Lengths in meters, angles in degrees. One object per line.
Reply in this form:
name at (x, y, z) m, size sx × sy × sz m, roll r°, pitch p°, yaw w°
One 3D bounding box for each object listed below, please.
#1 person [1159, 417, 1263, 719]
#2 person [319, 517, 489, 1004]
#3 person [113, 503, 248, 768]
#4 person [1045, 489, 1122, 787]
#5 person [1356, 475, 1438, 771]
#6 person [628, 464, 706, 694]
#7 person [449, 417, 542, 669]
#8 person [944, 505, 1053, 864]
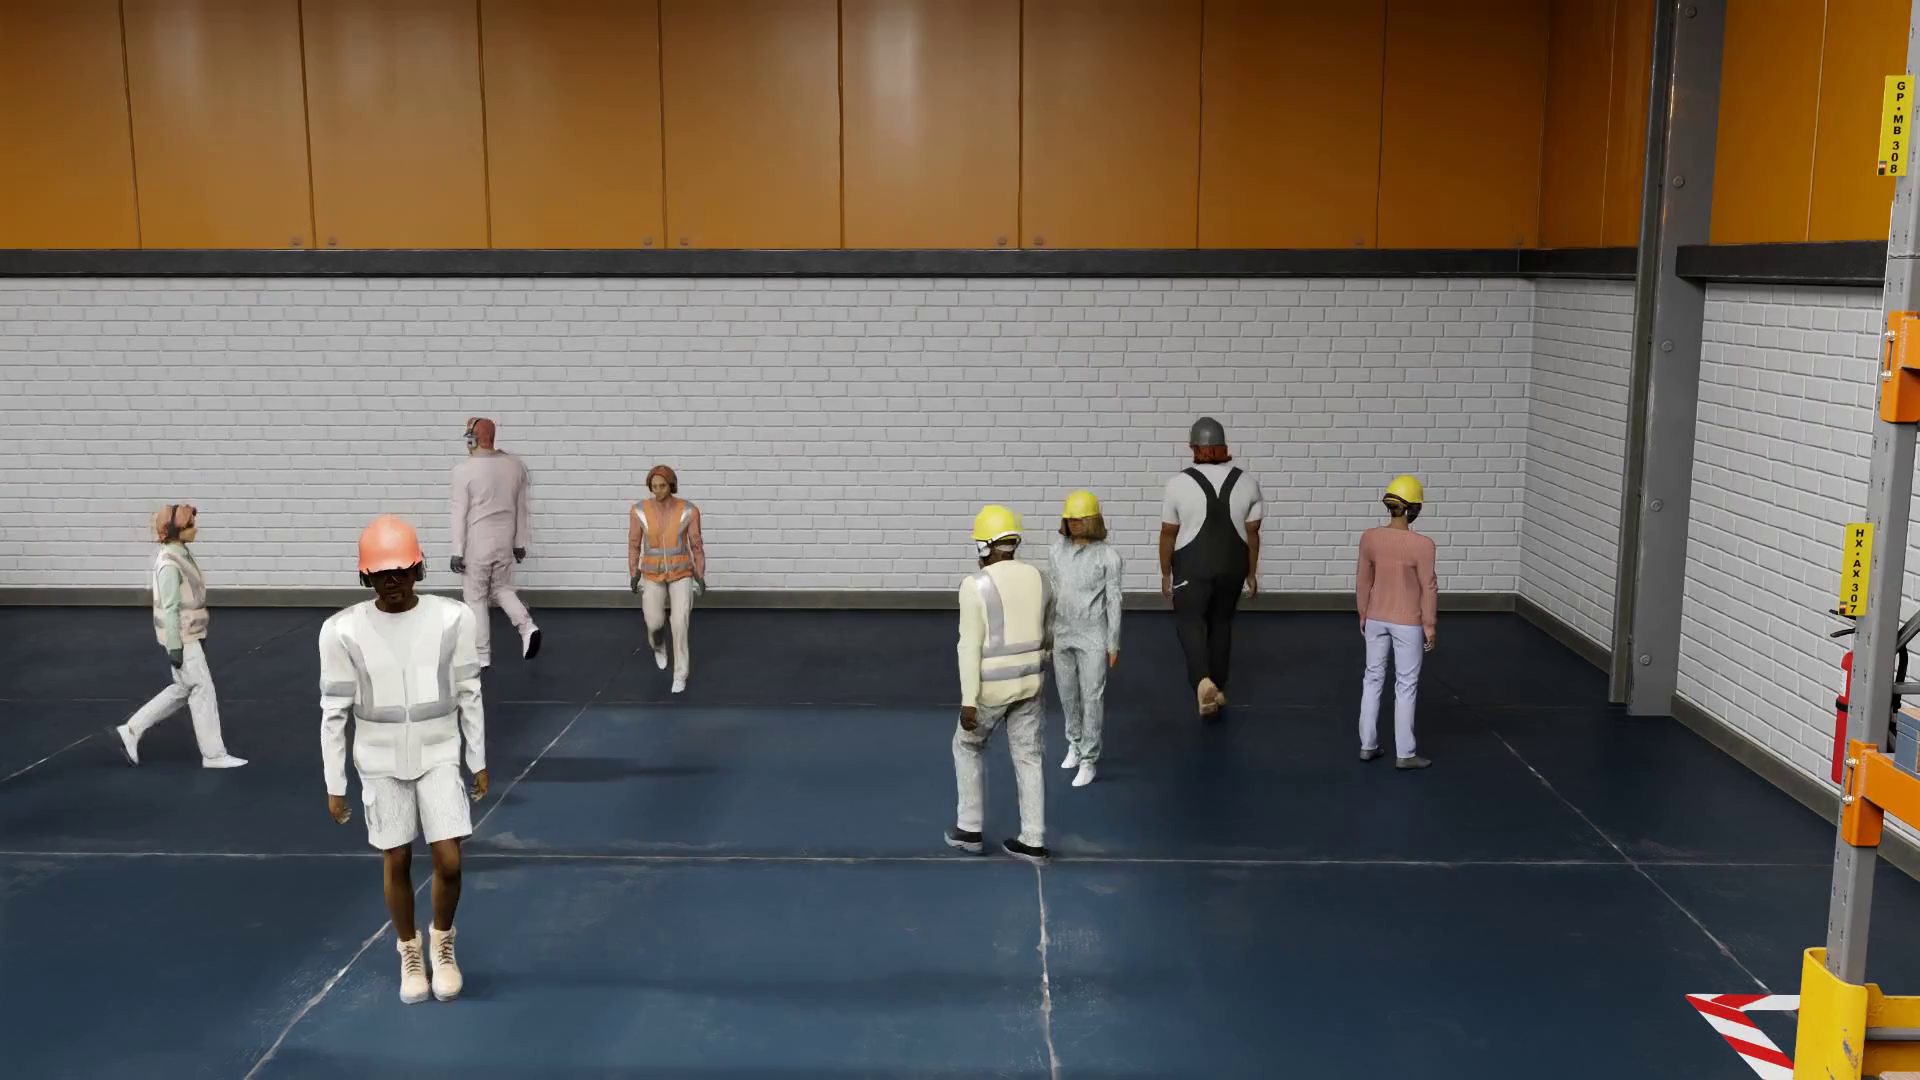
person at (1.673, 0.162, 11.101) m, size 0.688 × 2.000 × 0.862 m, roll -1°, pitch 10°, yaw -8°
person at (-2.230, 0.903, 6.698) m, size 0.640 × 2.022 × 0.531 m, roll -3°, pitch 10°, yaw -19°
person at (-4.665, 0.582, 9.850) m, size 0.668 × 1.617 × 0.521 m, roll -3°, pitch 10°, yaw -20°
person at (0.711, 0.556, 9.702) m, size 0.491 × 1.757 × 0.381 m, roll 7°, pitch 12°, yaw 35°
person at (2.622, 0.491, 9.956) m, size 0.318 × 1.766 × 0.534 m, roll -9°, pitch 13°, yaw -42°
person at (-2.079, 0.248, 11.847) m, size 0.544 × 1.618 × 0.553 m, roll 0°, pitch 9°, yaw -3°
person at (-3.465, 0.034, 12.341) m, size 0.557 × 1.892 × 0.652 m, roll 6°, pitch 11°, yaw 32°
person at (0.169, 0.723, 8.445) m, size 0.639 × 1.803 × 0.679 m, roll -7°, pitch 12°, yaw -37°
